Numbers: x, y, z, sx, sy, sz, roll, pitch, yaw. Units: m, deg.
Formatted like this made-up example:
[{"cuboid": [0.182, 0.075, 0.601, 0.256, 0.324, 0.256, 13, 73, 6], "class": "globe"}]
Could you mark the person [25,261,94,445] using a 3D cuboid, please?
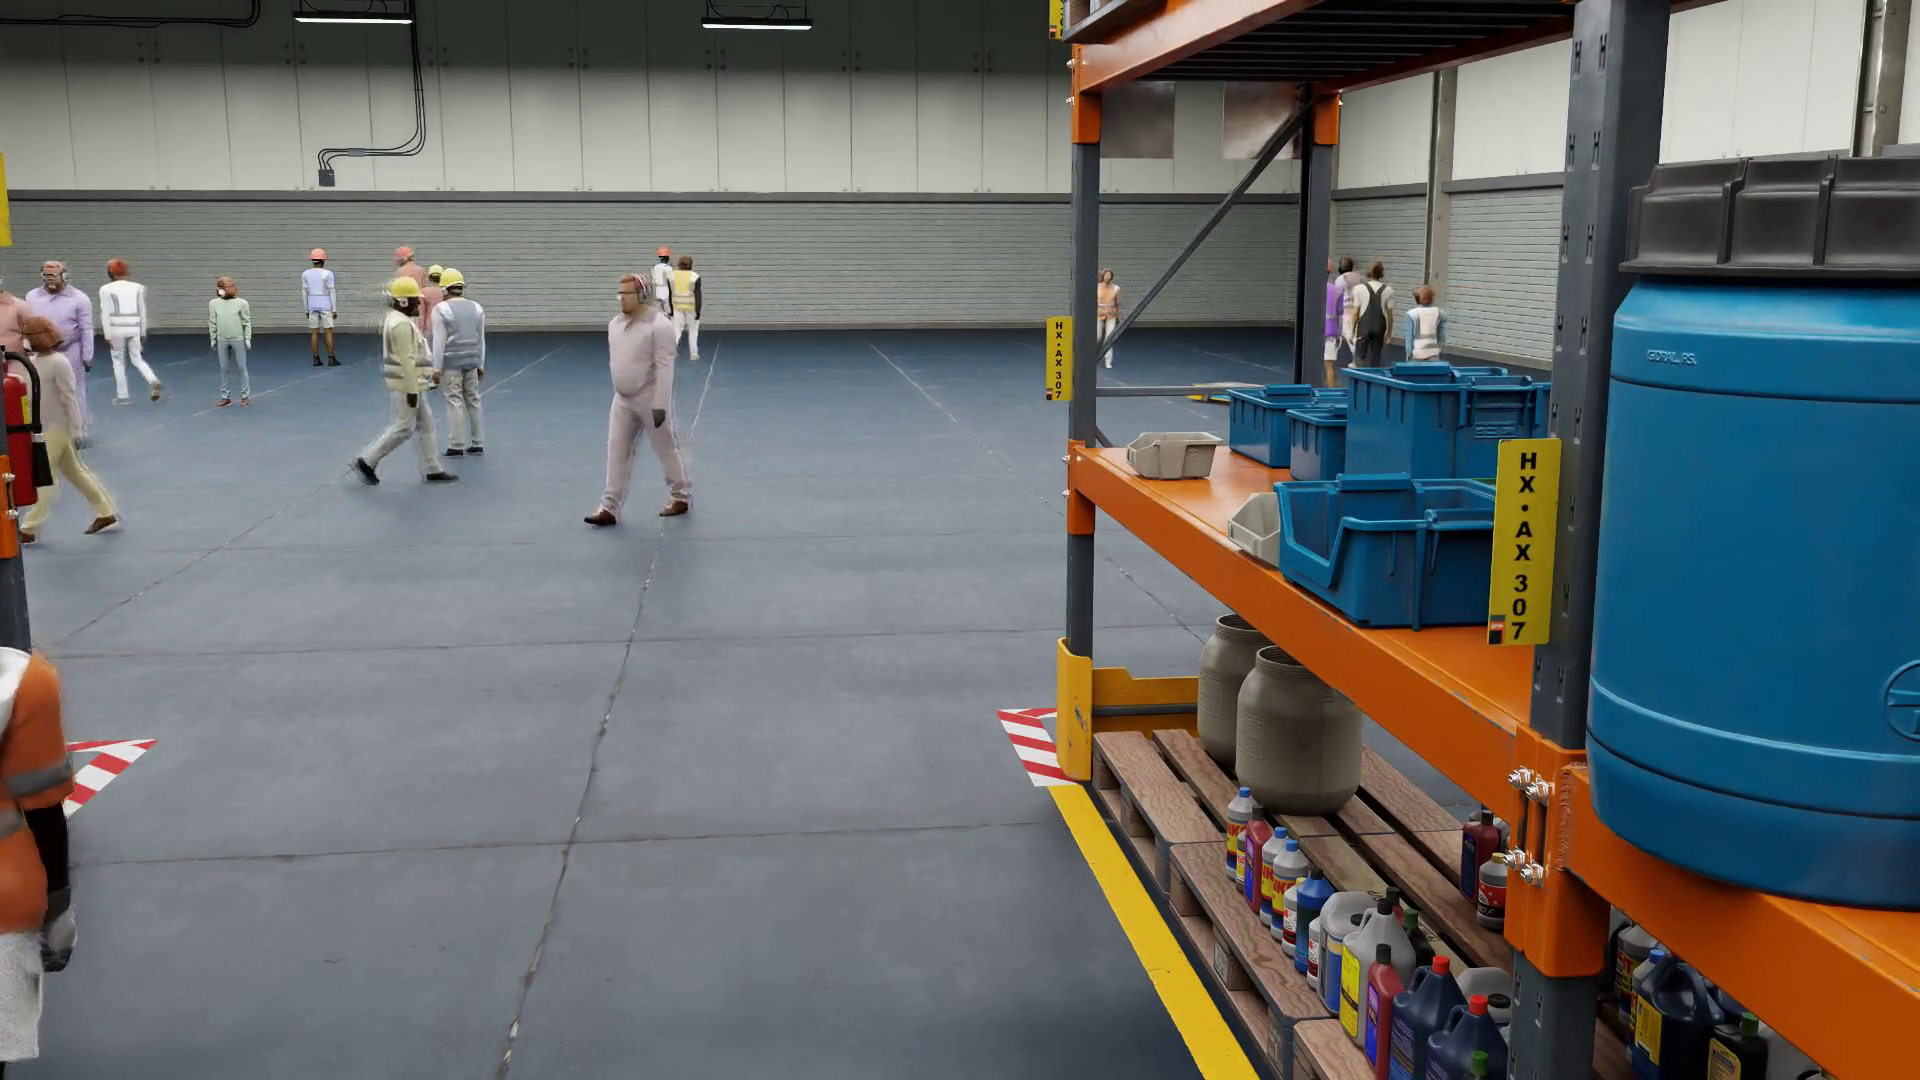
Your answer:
[{"cuboid": [-9.210, -1.898, 16.989, 0.681, 1.887, 0.537, -1, 10, -8], "class": "person"}]

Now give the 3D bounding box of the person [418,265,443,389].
[{"cuboid": [-7.256, -2.939, 23.121, 0.546, 1.734, 0.795, -4, 11, -21], "class": "person"}]

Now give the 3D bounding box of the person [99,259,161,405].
[{"cuboid": [-10.534, -2.624, 21.071, 0.700, 1.865, 0.577, 7, 12, 33], "class": "person"}]

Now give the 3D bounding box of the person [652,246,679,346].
[{"cuboid": [-5.763, -4.758, 32.531, 0.549, 1.941, 0.354, 8, 13, 39], "class": "person"}]

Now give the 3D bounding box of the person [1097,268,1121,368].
[{"cuboid": [2.370, -3.624, 27.156, 0.520, 1.629, 0.466, 0, 10, 0], "class": "person"}]

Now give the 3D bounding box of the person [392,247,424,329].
[{"cuboid": [-9.265, -3.977, 28.221, 0.426, 1.960, 0.748, 5, 11, 25], "class": "person"}]

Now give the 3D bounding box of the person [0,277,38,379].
[{"cuboid": [-8.767, -1.535, 15.088, 0.668, 1.854, 0.976, -2, 11, -11], "class": "person"}]

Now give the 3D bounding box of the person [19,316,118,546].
[{"cuboid": [-6.388, -0.782, 11.703, 0.519, 1.587, 0.871, 8, 13, 36], "class": "person"}]

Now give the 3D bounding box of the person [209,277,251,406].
[{"cuboid": [-9.204, -2.500, 20.997, 0.503, 1.631, 0.283, 0, 10, -2], "class": "person"}]

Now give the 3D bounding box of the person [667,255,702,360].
[{"cuboid": [-4.733, -3.977, 28.578, 0.627, 1.823, 0.782, 2, 10, 9], "class": "person"}]

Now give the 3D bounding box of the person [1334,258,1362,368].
[{"cuboid": [6.285, -3.718, 27.246, 0.954, 1.793, 0.646, 10, 14, 43], "class": "person"}]

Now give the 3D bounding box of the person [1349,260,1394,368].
[{"cuboid": [5.275, -2.661, 21.328, 0.543, 1.835, 0.441, 1, 10, 3], "class": "person"}]

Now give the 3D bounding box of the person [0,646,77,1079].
[{"cuboid": [-2.008, 0.719, 3.270, 0.530, 1.671, 0.824, -2, 11, -13], "class": "person"}]

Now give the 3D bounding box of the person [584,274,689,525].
[{"cuboid": [-2.402, -1.054, 12.460, 0.666, 1.853, 0.991, 6, 12, 30], "class": "person"}]

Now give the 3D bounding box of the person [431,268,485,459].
[{"cuboid": [-4.858, -1.701, 16.070, 0.404, 1.829, 0.600, 7, 13, 34], "class": "person"}]

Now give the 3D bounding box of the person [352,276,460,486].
[{"cuboid": [-4.782, -1.348, 14.224, 0.816, 1.803, 0.599, -4, 11, -20], "class": "person"}]

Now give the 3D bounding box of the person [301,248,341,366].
[{"cuboid": [-10.565, -3.838, 27.492, 0.546, 1.939, 0.375, 1, 10, 4], "class": "person"}]

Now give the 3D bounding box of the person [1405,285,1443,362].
[{"cuboid": [5.283, -2.102, 18.916, 0.512, 1.596, 0.855, -3, 11, -14], "class": "person"}]

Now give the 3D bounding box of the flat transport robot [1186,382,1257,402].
[{"cuboid": [3.599, -1.876, 21.309, 0.652, 0.197, 1.431, -6, 12, -29], "class": "flat transport robot"}]

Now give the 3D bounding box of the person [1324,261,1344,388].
[{"cuboid": [4.489, -2.556, 20.636, 0.551, 1.892, 1.015, 0, 10, 1], "class": "person"}]
